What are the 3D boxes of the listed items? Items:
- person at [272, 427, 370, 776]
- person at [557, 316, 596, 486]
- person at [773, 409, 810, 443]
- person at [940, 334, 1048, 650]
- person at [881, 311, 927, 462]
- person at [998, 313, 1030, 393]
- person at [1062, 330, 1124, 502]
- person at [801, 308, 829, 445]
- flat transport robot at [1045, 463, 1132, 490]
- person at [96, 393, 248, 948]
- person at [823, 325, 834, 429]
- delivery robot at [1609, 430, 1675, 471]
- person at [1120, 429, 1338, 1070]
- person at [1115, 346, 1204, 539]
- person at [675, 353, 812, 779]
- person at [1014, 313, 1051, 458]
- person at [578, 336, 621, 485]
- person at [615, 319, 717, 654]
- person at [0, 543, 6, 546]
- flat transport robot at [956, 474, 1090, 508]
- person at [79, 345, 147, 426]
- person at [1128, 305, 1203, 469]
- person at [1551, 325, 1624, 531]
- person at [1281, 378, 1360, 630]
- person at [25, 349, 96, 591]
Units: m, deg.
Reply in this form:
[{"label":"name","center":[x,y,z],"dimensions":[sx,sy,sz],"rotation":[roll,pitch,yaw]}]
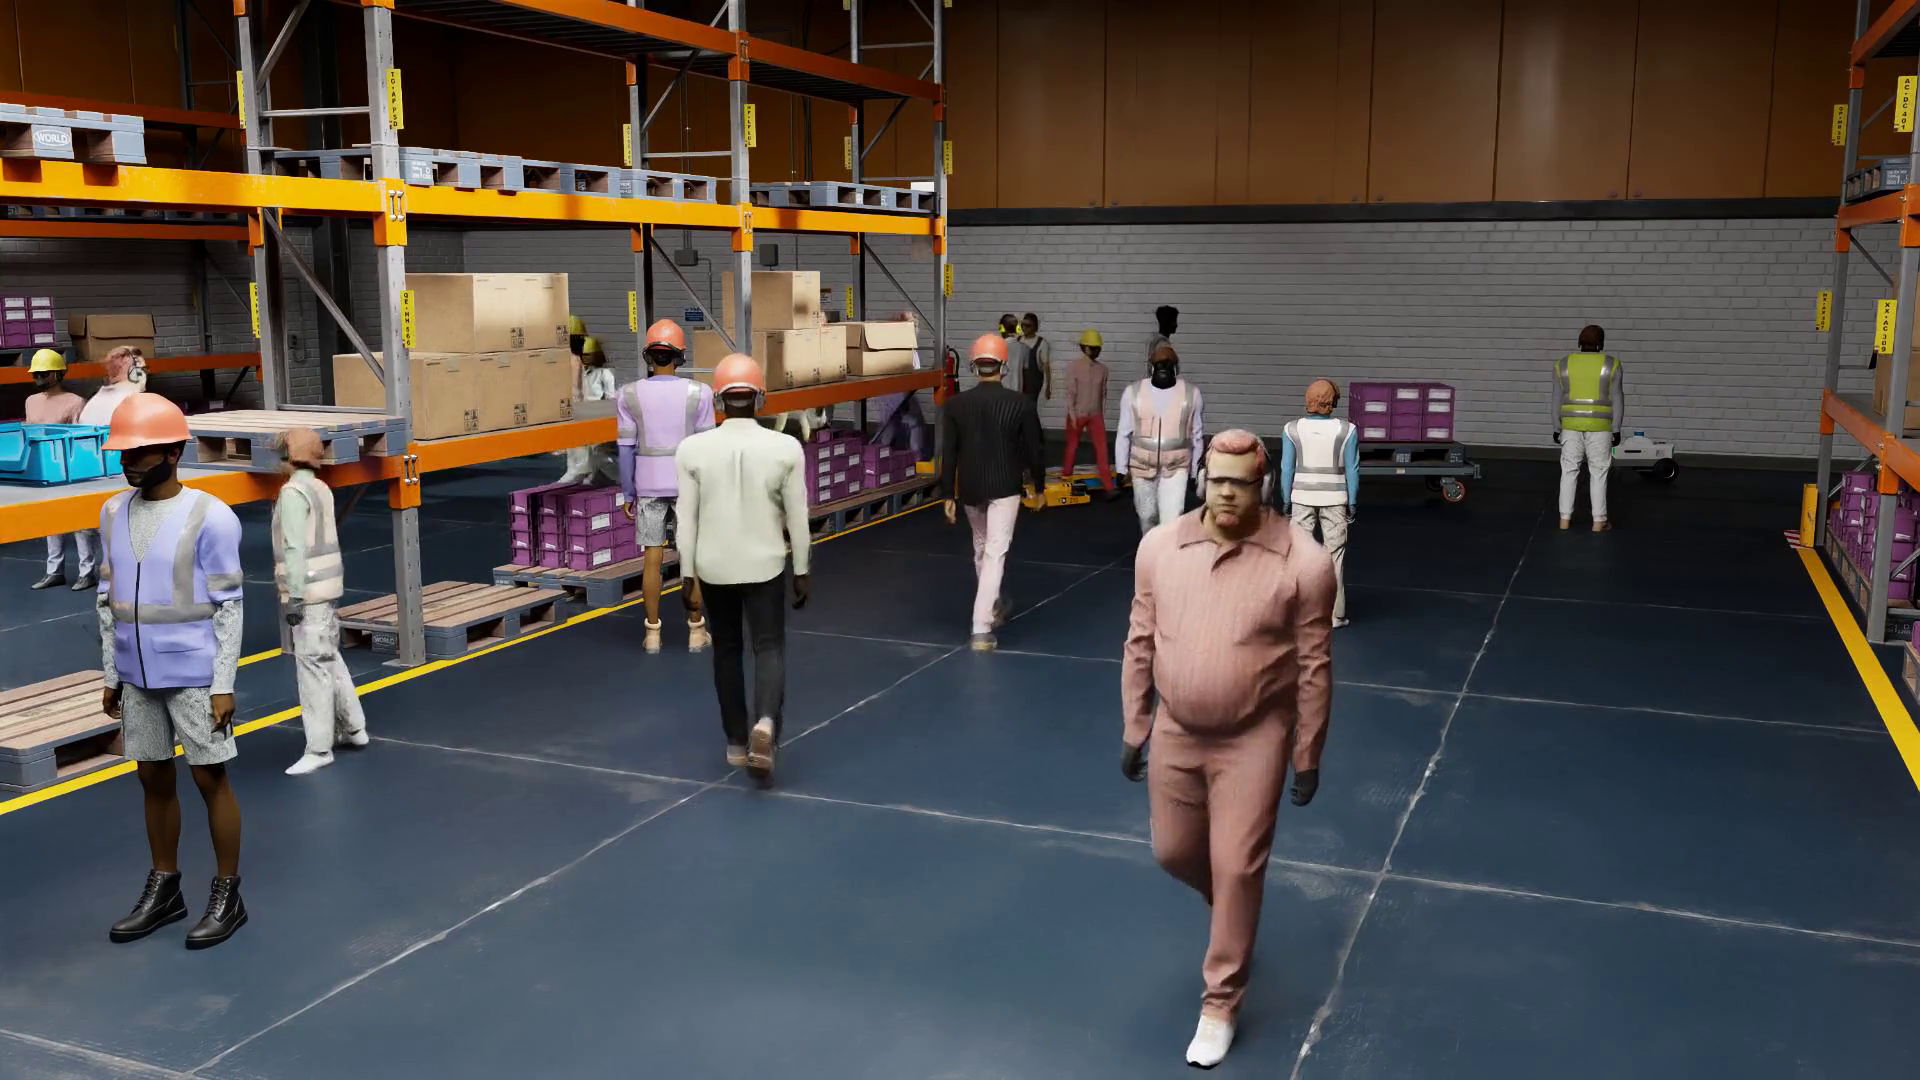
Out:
[{"label":"person","center":[-3.048,0.277,7.866],"dimensions":[0.349,1.616,0.609],"rotation":[-2,10,-10]},{"label":"person","center":[-3.568,-1.079,15.151],"dimensions":[0.492,1.909,0.600],"rotation":[-5,11,-30]},{"label":"person","center":[-1.985,-1.707,19.948],"dimensions":[0.843,1.588,0.509],"rotation":[9,13,42]},{"label":"person","center":[0.222,-0.320,10.503],"dimensions":[0.617,1.940,1.040],"rotation":[4,10,22]},{"label":"person","center":[-0.558,-1.583,18.359],"dimensions":[0.781,1.863,0.661],"rotation":[-4,10,-22]},{"label":"person","center":[0.501,-1.584,18.440],"dimensions":[0.531,1.840,0.649],"rotation":[-3,10,-17]},{"label":"person","center":[1.298,-1.233,16.685],"dimensions":[0.538,1.725,0.869],"rotation":[-4,10,-25]},{"label":"person","center":[-1.566,-1.542,17.936],"dimensions":[0.407,1.919,0.562],"rotation":[-3,10,-16]},{"label":"flat transport robot","center":[1.338,-0.653,17.550],"dimensions":[1.431,0.197,0.652],"rotation":[-6,11,-33]},{"label":"person","center":[-2.756,0.456,5.792],"dimensions":[0.545,1.939,0.354],"rotation":[2,10,13]},{"label":"person","center":[-1.841,-2.019,20.899],"dimensions":[0.653,1.912,0.422],"rotation":[-4,10,-23]},{"label":"delivery robot","center":[7.450,-0.962,18.279],"dimensions":[0.707,0.478,0.477],"rotation":[0,9,0]},{"label":"person","center":[0.829,0.585,5.153],"dimensions":[0.650,1.883,0.793],"rotation":[5,11,28]},{"label":"person","center":[1.475,-0.540,12.291],"dimensions":[0.642,1.807,0.951],"rotation":[2,10,11]},{"label":"person","center":[-0.998,0.130,7.671],"dimensions":[0.625,1.973,0.781],"rotation":[-1,9,-6]},{"label":"person","center":[0.884,-1.923,20.675],"dimensions":[0.509,1.801,0.989],"rotation":[7,12,36]},{"label":"person","center":[-3.497,-1.131,16.164],"dimensions":[0.480,1.703,0.876],"rotation":[8,12,39]},{"label":"person","center":[-1.778,-0.318,10.164],"dimensions":[0.608,2.044,0.370],"rotation":[-1,9,-6]},{"label":"person","center":[-8.106,-0.800,13.506],"dimensions":[0.564,1.896,0.906],"rotation":[5,10,27]},{"label":"flat transport robot","center":[0.621,-0.524,16.770],"dimensions":[0.652,0.197,1.431],"rotation":[-6,11,-33]},{"label":"person","center":[-4.974,-0.219,10.010],"dimensions":[0.671,1.891,0.465],"rotation":[5,11,27]},{"label":"person","center":[2.286,-1.736,19.107],"dimensions":[0.975,1.930,0.601],"rotation":[-1,9,-5]},{"label":"person","center":[5.620,-0.999,14.899],"dimensions":[0.619,1.845,0.430],"rotation":[6,11,32]},{"label":"person","center":[2.342,-0.229,10.842],"dimensions":[0.511,1.640,0.308],"rotation":[4,10,21]},{"label":"person","center":[-6.583,-0.505,12.135],"dimensions":[0.525,1.769,0.311],"rotation":[2,10,11]}]
